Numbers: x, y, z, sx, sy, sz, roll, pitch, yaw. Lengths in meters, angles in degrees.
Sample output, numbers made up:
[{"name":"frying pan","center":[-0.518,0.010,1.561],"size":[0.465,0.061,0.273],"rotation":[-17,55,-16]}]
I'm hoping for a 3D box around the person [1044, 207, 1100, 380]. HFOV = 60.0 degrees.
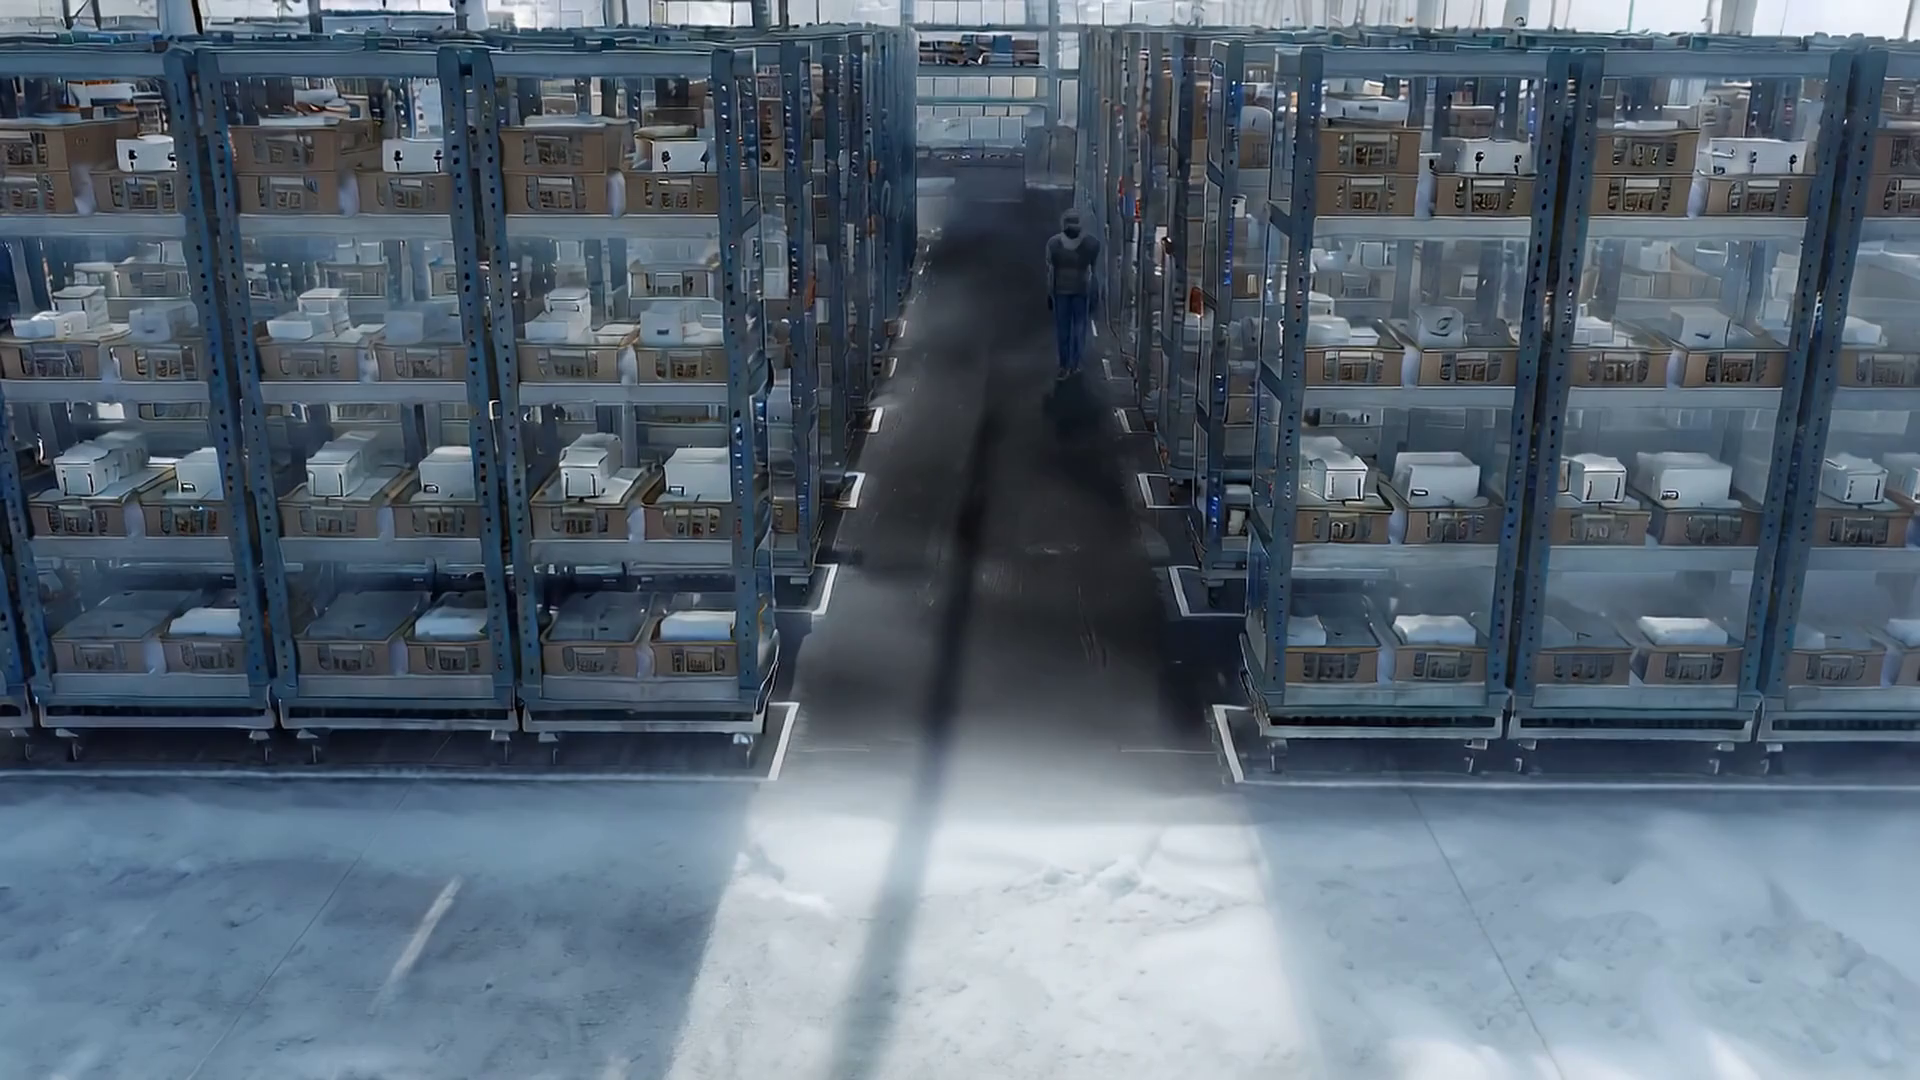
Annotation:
[{"name":"person","center":[1.200,-2.638,17.774],"size":[0.600,1.825,0.484],"rotation":[3,18,11]}]
